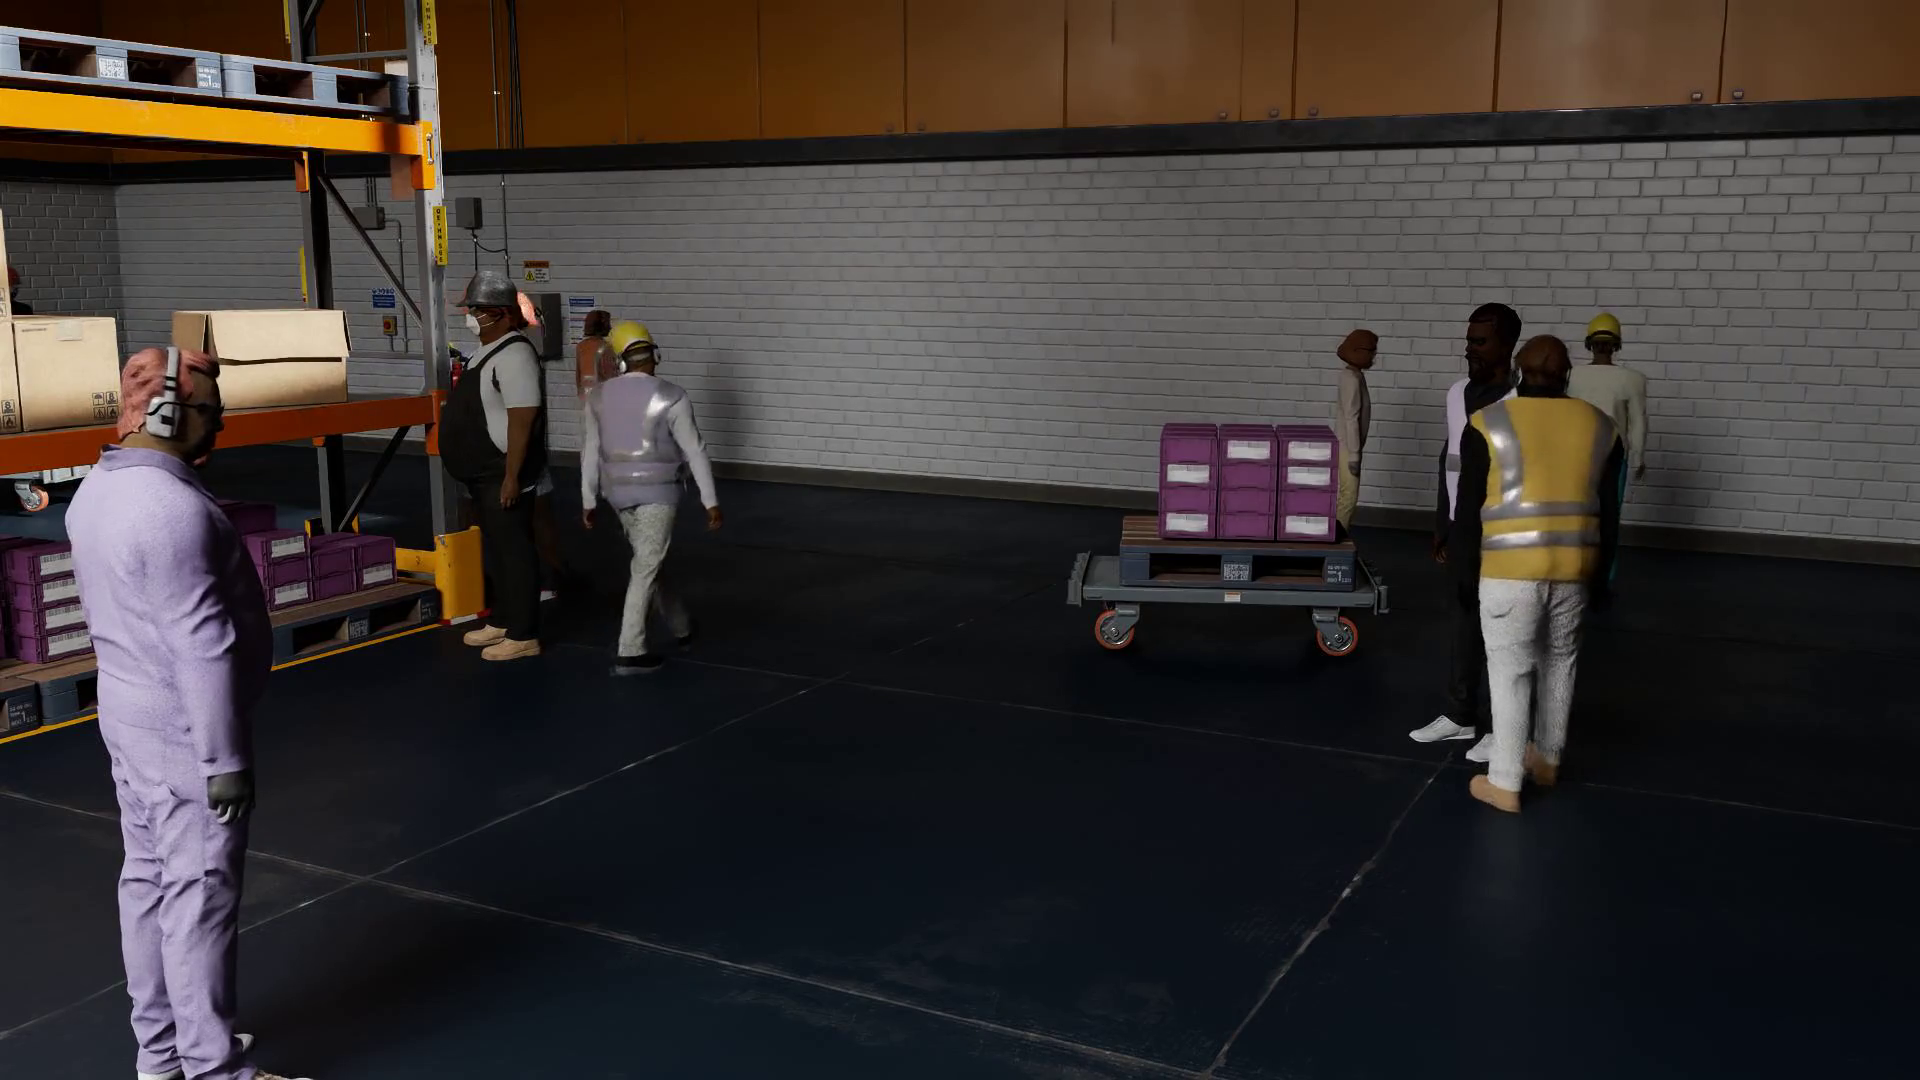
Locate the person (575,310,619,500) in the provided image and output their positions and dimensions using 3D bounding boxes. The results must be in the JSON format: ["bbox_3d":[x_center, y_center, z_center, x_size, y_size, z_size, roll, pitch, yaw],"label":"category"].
[{"bbox_3d":[-3.121,-1.160,14.360,0.514,1.636,0.315,8,13,40],"label":"person"}]

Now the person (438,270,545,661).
[{"bbox_3d":[-2.463,-0.396,8.767,0.538,2.000,0.684,-5,11,-28],"label":"person"}]

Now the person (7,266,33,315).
[{"bbox_3d":[-9.472,-1.732,16.641,0.622,1.990,0.402,1,10,7],"label":"person"}]

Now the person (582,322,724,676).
[{"bbox_3d":[-1.550,-0.225,8.566,0.719,1.766,0.837,4,11,23],"label":"person"}]

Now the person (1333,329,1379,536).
[{"bbox_3d":[2.622,-0.591,11.104,0.291,1.622,0.513,2,10,13],"label":"person"}]

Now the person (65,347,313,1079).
[{"bbox_3d":[-1.897,0.479,4.110,0.406,1.902,0.637,-10,14,-44],"label":"person"}]

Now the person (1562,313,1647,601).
[{"bbox_3d":[3.906,-0.505,10.202,0.536,1.766,0.322,5,11,28],"label":"person"}]

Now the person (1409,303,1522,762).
[{"bbox_3d":[2.234,-0.034,7.031,0.393,1.917,0.589,-5,11,-26],"label":"person"}]

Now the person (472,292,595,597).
[{"bbox_3d":[-2.739,-0.570,10.248,0.969,1.888,0.557,6,11,31],"label":"person"}]

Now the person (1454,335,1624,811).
[{"bbox_3d":[2.218,0.117,6.504,0.629,1.815,0.615,-1,10,-5],"label":"person"}]
